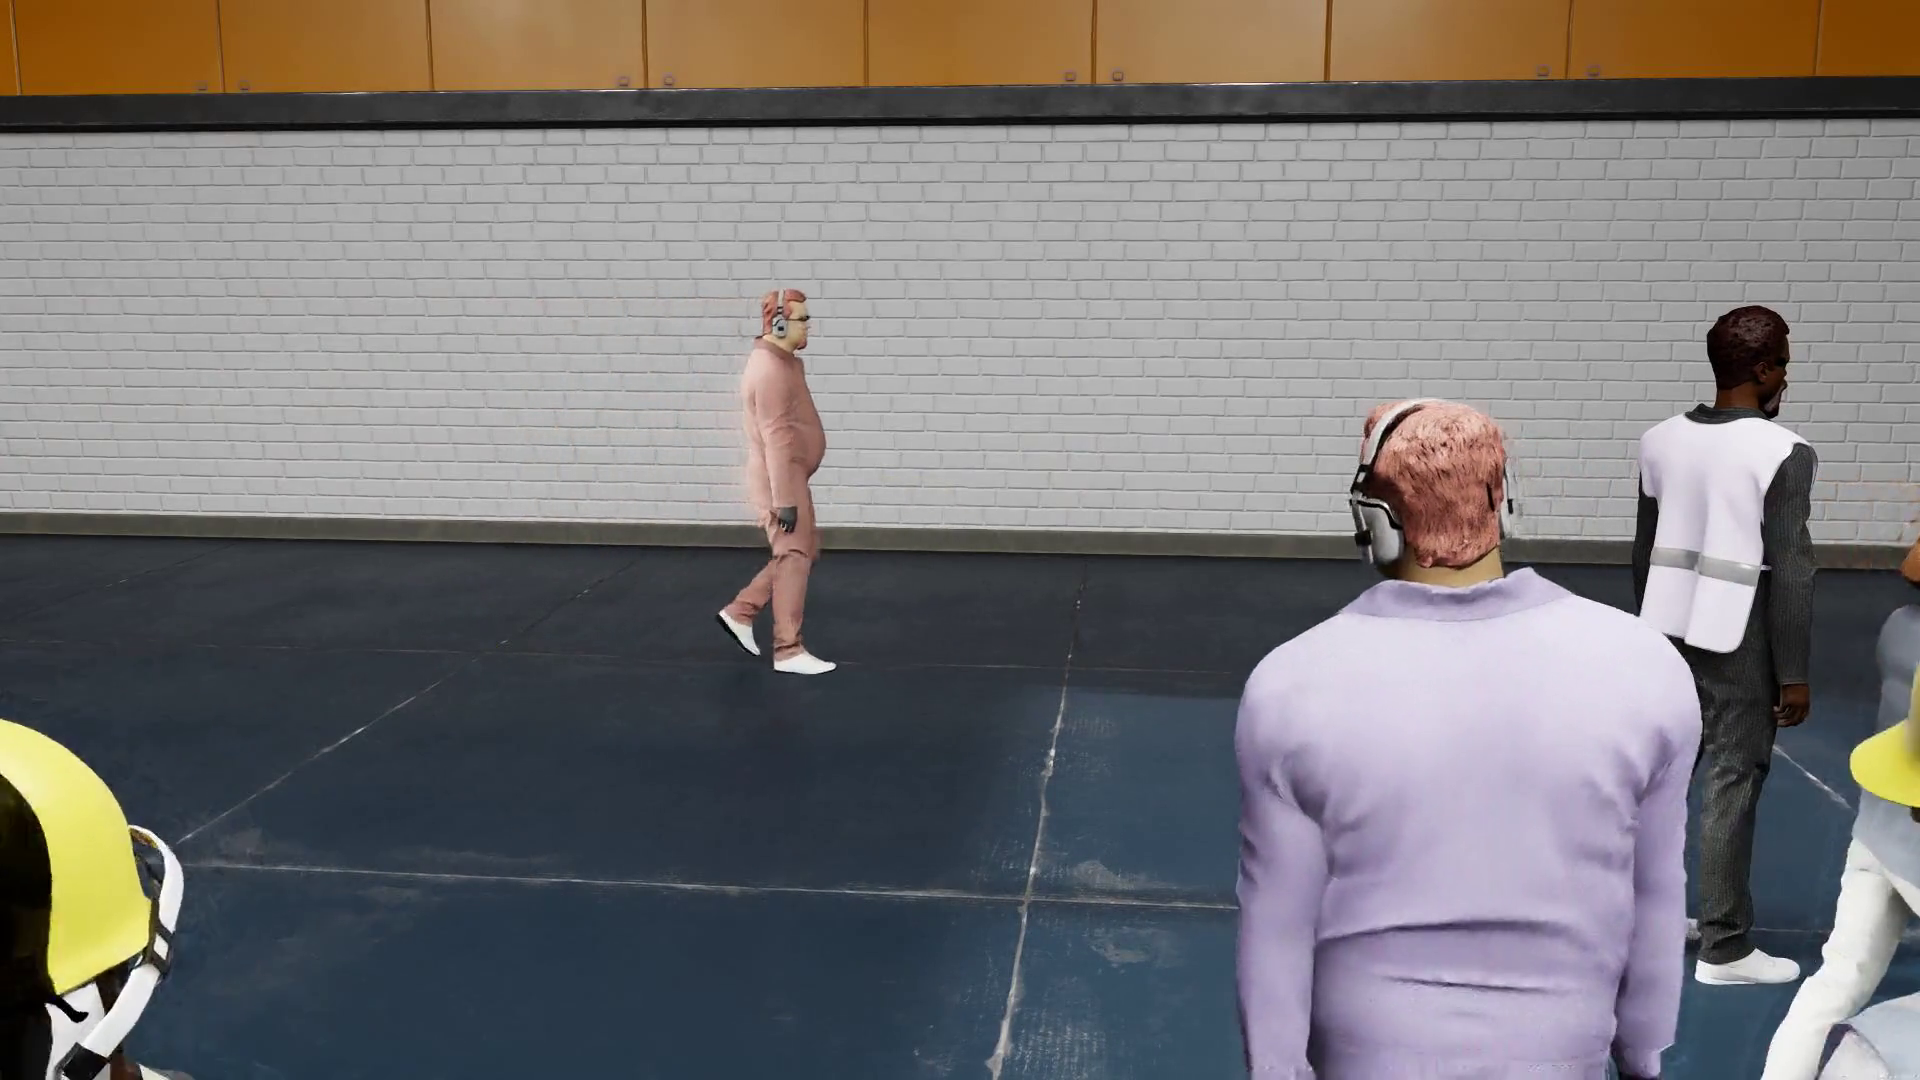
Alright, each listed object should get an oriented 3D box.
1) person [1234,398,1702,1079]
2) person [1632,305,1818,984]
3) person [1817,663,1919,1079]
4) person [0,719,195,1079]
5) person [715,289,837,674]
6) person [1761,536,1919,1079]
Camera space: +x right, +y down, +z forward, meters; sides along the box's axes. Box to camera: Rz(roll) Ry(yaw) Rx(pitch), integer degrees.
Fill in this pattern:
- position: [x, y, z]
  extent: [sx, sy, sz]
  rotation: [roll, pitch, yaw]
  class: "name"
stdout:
- position: [0.702, 0.740, 2.355]
  extent: [0.647, 1.874, 0.810]
  rotation: [2, 10, 9]
  class: "person"
- position: [2.154, 0.301, 4.739]
  extent: [0.391, 1.920, 0.587]
  rotation: [-4, 11, -22]
  class: "person"
- position: [0.955, 0.914, 1.541]
  extent: [0.610, 1.811, 0.465]
  rotation: [-3, 10, -17]
  class: "person"
- position: [-0.675, 0.996, 1.124]
  extent: [0.625, 1.781, 0.922]
  rotation: [5, 11, 26]
  class: "person"
- position: [-0.891, -0.271, 8.091]
  extent: [0.492, 1.887, 0.662]
  rotation: [-1, 10, -6]
  class: "person"
- position: [2.098, 0.677, 3.510]
  extent: [0.845, 1.579, 0.520]
  rotation: [0, 10, 1]
  class: "person"
